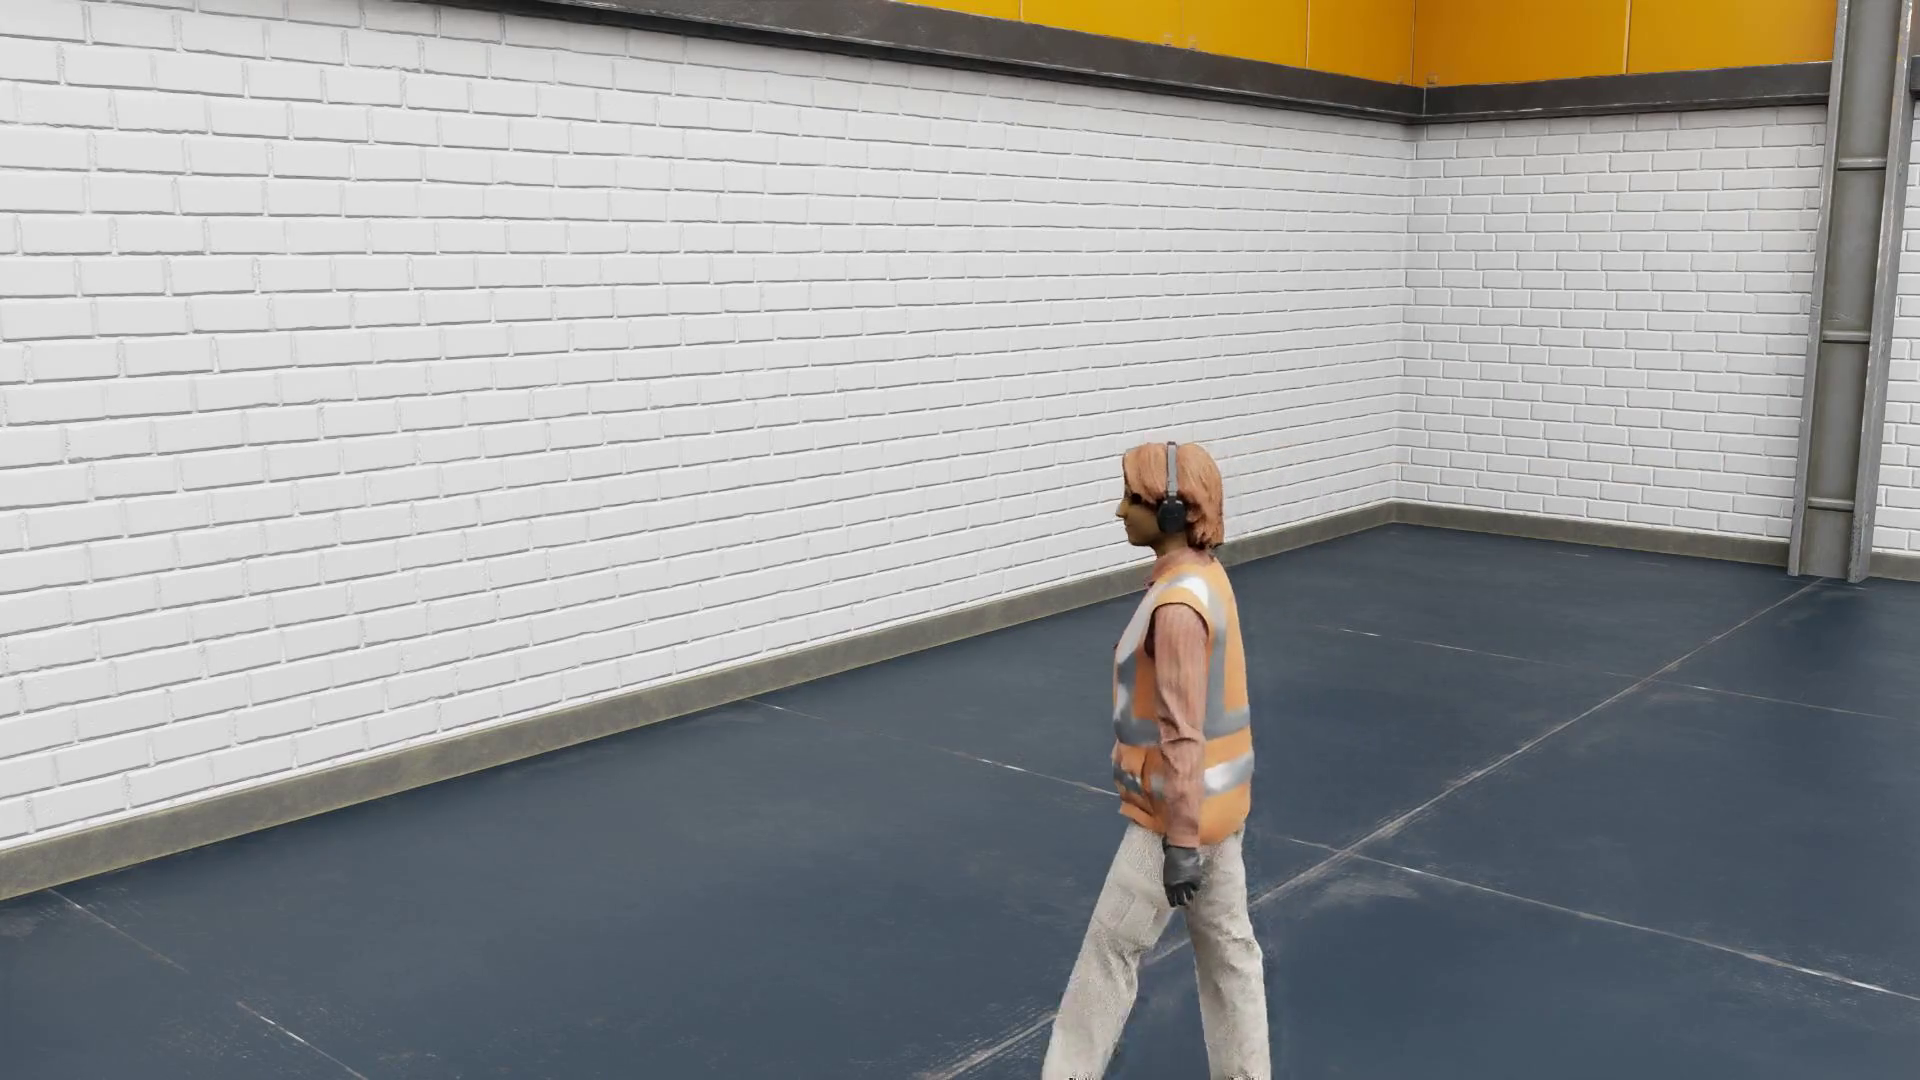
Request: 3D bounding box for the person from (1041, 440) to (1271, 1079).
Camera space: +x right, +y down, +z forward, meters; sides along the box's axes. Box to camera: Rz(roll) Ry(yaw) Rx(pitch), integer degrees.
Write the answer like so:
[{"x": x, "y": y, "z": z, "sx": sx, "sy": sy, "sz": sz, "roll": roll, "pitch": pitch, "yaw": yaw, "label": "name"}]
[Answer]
[{"x": 0.358, "y": 0.586, "z": 3.646, "sx": 0.757, "sy": 1.606, "sz": 0.542, "roll": 3, "pitch": 10, "yaw": 15, "label": "person"}]
